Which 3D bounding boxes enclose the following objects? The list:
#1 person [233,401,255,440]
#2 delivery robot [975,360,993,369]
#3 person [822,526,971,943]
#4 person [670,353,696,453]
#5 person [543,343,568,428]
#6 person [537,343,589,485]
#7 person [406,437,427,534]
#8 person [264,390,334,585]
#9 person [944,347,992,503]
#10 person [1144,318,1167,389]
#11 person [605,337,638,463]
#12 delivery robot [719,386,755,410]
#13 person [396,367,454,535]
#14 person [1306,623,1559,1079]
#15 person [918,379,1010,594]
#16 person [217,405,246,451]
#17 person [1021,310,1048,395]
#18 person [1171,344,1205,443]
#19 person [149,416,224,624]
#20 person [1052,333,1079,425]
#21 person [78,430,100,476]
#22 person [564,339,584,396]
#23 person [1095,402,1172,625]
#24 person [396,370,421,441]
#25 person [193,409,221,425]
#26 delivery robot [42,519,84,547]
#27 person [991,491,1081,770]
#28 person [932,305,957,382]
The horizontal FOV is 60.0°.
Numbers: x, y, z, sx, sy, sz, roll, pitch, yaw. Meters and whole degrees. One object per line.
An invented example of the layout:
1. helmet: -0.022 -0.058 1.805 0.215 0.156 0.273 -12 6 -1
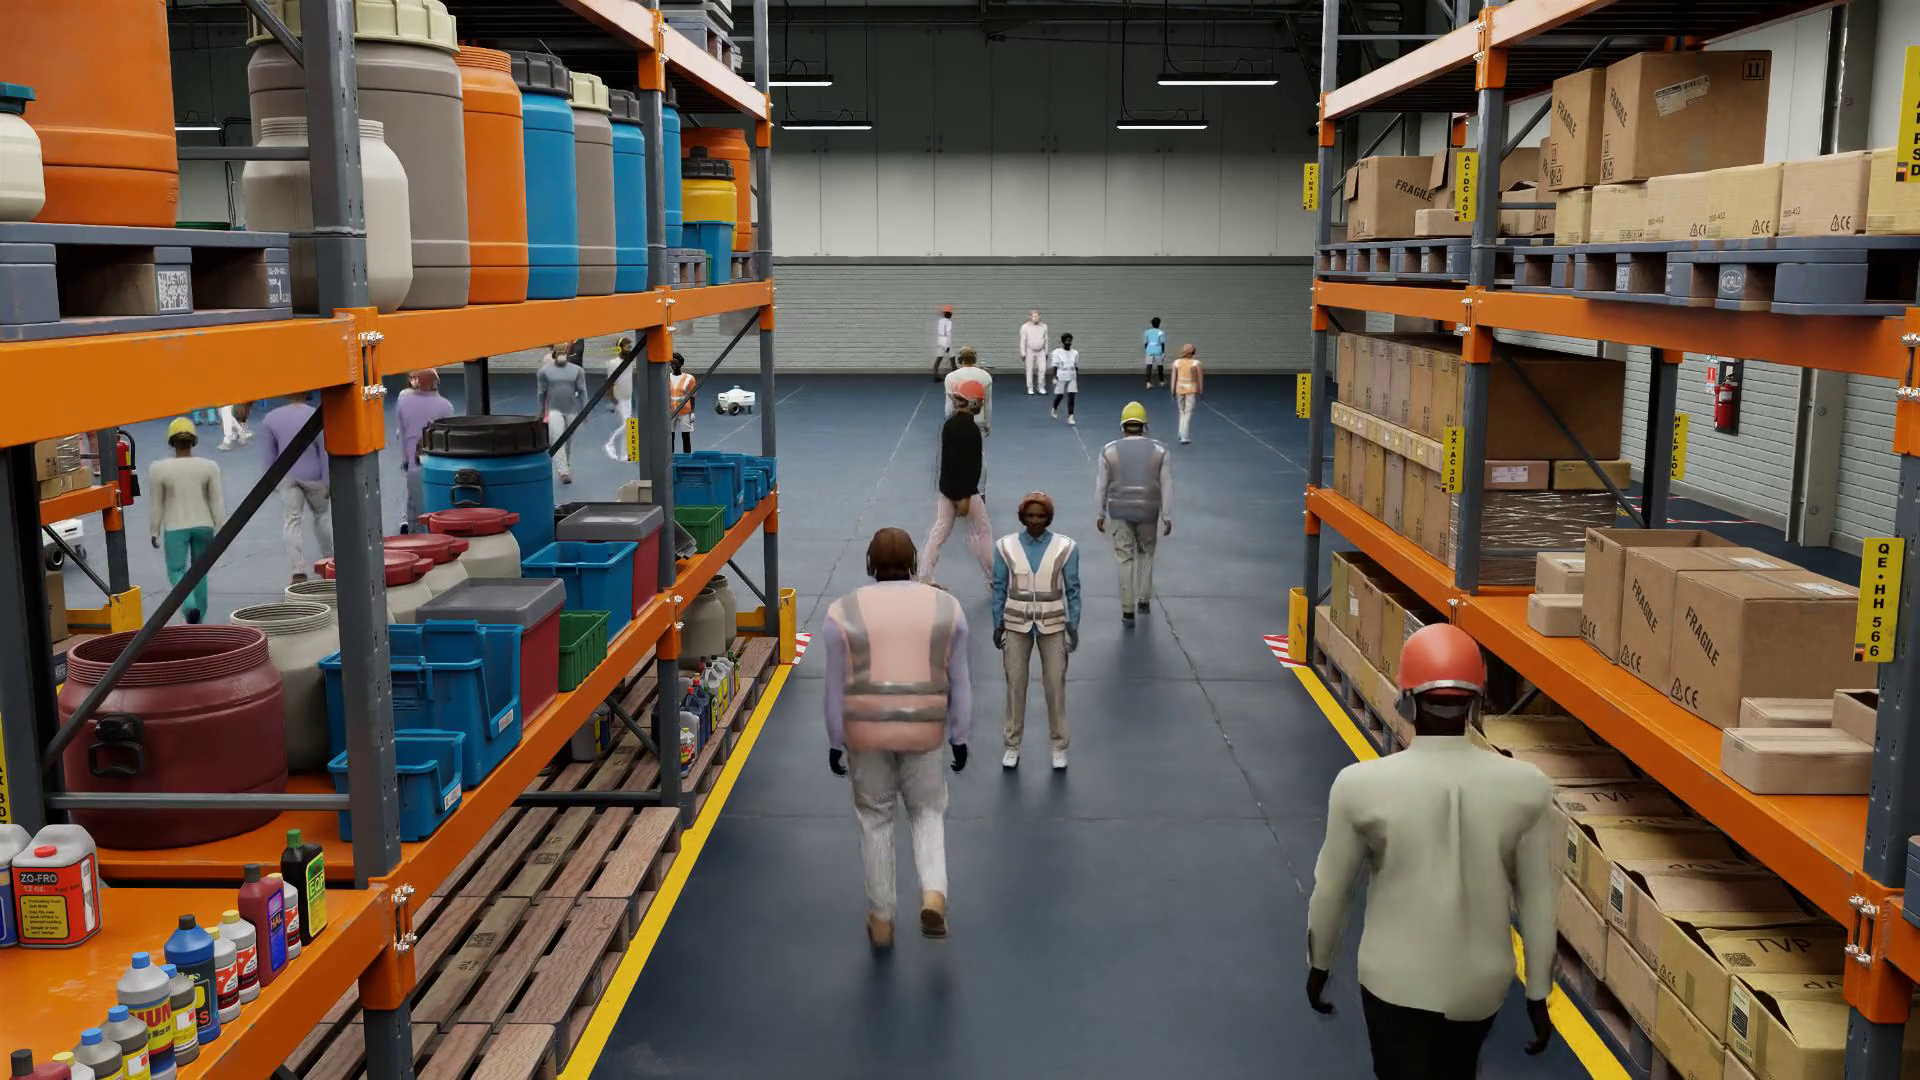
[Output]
1. person: -11.933 -2.680 27.770 0.582 2.011 0.641 -9 13 -43
2. delivery robot: 0.556 -4.370 41.335 0.335 0.223 0.698 6 12 34
3. person: -0.268 0.860 7.181 0.639 1.821 0.555 -2 10 -9
4. person: -3.963 -1.778 23.328 0.532 1.696 0.319 0 9 2
5. person: -6.831 -2.583 28.035 0.533 1.736 0.822 6 11 33
6. person: -5.333 -1.714 22.386 0.650 1.886 1.015 -4 10 -23
7. person: -4.133 -0.052 13.260 0.508 1.613 0.680 3 10 19
8. person: -6.123 -0.580 15.536 0.652 1.891 0.981 -1 10 -8
9. person: 0.098 -1.411 20.409 0.632 1.936 0.359 -4 10 -24
10. person: 4.612 -4.400 39.131 0.555 1.646 0.856 5 11 29
11. person: -4.973 -2.072 24.628 0.425 1.857 0.509 3 10 19
12. delivery robot: -4.361 -2.772 32.539 0.707 0.478 0.477 -9 13 -43
13. person: -5.502 -0.840 17.132 0.644 1.887 0.765 1 10 7
14. person: 1.306 1.189 4.768 0.652 1.951 0.962 0 9 0
15. person: 0.052 -0.457 14.728 1.042 1.929 0.630 -5 11 -29
16. person: -11.678 -2.387 26.521 0.569 1.859 0.843 2 10 11
17. person: 1.701 -4.171 37.107 0.669 1.878 0.795 -2 10 -14
18. person: 3.766 -2.409 27.300 0.541 1.616 0.603 6 11 33
19. person: -6.044 -0.093 13.063 0.539 1.744 0.632 -7 12 -36
20. person: 1.919 -2.964 30.450 0.543 1.681 0.627 -3 10 -18
21. person: -11.960 -1.749 22.669 0.692 1.853 0.990 -5 11 -27
22. person: -8.647 -4.212 36.999 0.535 2.000 0.674 2 10 11
23. person: 1.426 -0.242 13.765 0.627 1.807 0.704 0 9 2
24. person: -6.933 -1.382 21.203 0.517 1.599 0.752 1 9 3
25. person: -13.821 -3.014 30.285 0.571 1.842 0.376 0 9 0
26. delivery robot: -8.914 -0.052 16.244 0.477 0.478 0.707 1 10 7
27. person: 0.439 0.525 9.726 0.525 1.633 0.310 1 10 6
28. person: -0.314 -4.865 41.251 0.979 1.886 0.569 -7 12 -35
